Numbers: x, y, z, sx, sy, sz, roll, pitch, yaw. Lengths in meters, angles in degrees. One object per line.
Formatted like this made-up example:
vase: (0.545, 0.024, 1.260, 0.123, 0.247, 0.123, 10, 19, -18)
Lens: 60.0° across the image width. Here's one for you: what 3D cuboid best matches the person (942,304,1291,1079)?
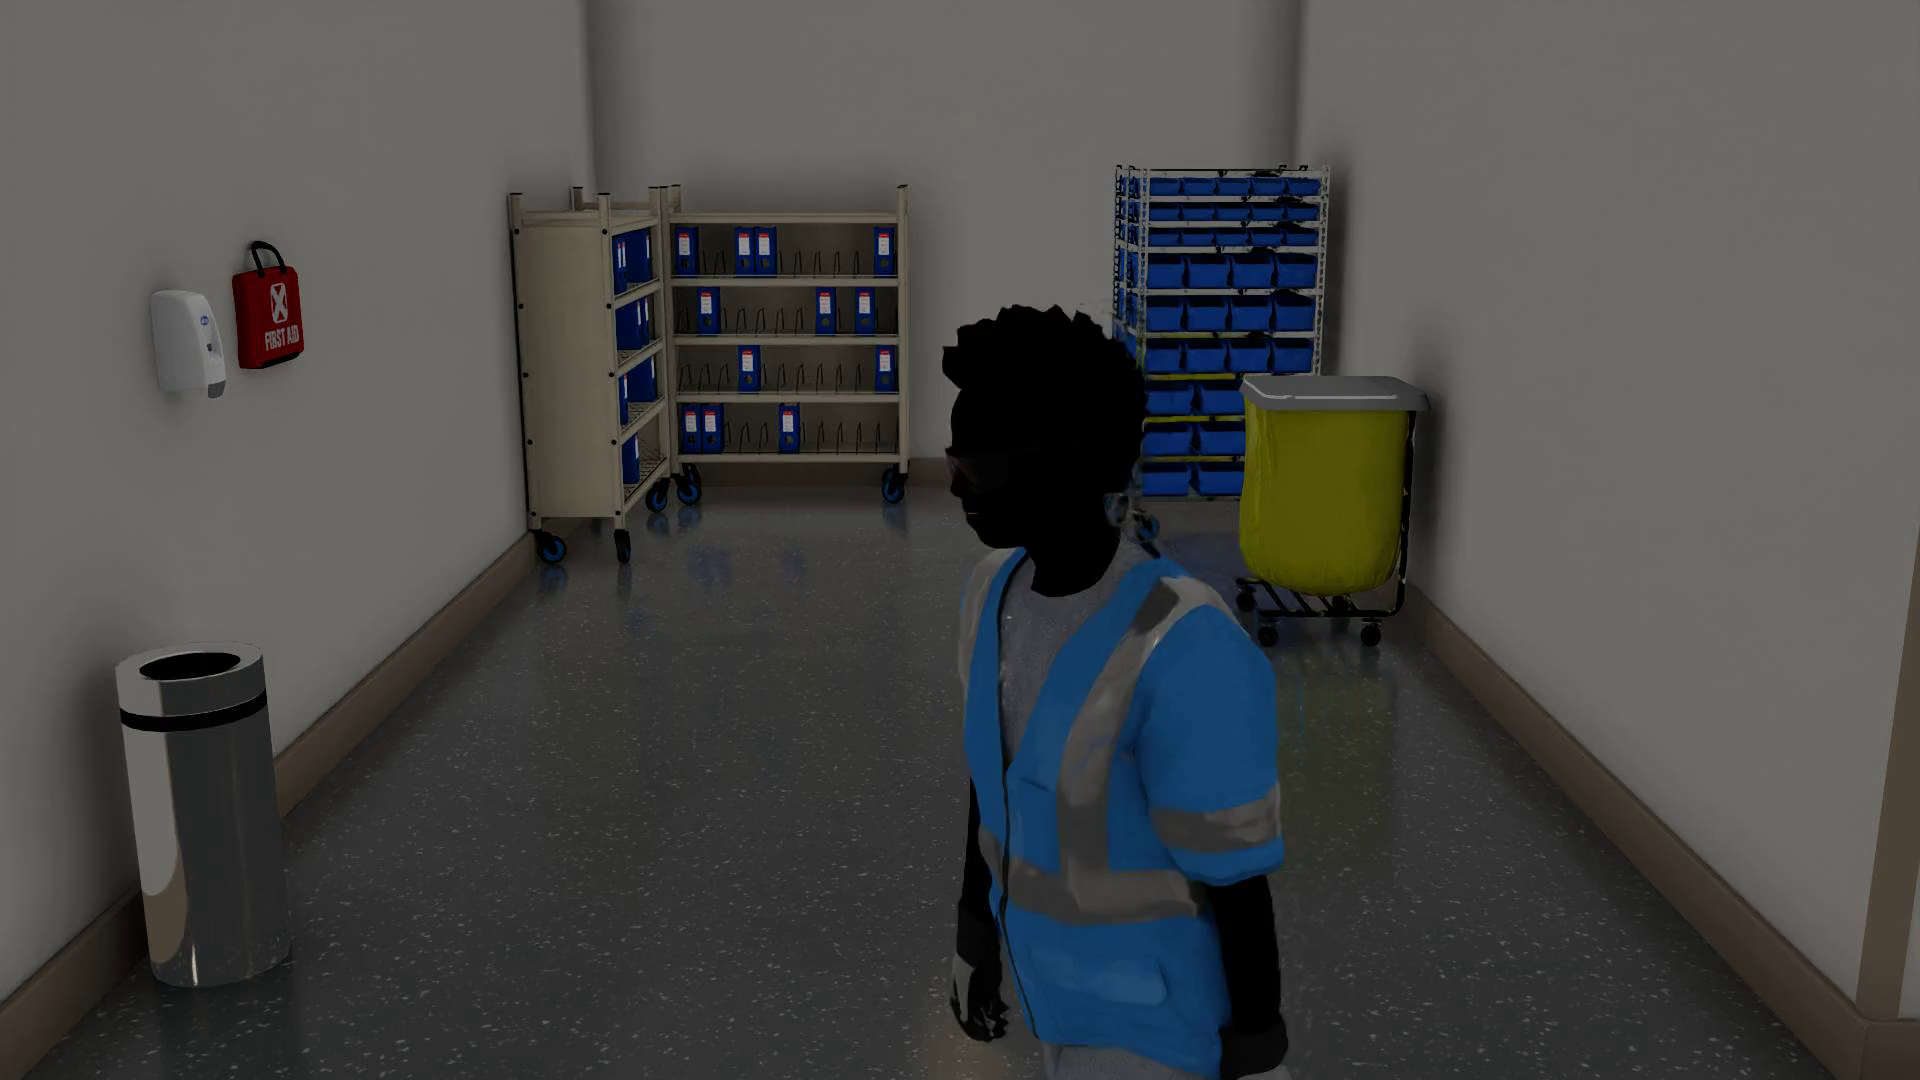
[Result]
person: (0.139, 0.555, 2.003, 0.652, 1.660, 0.546, -6, 14, -24)
